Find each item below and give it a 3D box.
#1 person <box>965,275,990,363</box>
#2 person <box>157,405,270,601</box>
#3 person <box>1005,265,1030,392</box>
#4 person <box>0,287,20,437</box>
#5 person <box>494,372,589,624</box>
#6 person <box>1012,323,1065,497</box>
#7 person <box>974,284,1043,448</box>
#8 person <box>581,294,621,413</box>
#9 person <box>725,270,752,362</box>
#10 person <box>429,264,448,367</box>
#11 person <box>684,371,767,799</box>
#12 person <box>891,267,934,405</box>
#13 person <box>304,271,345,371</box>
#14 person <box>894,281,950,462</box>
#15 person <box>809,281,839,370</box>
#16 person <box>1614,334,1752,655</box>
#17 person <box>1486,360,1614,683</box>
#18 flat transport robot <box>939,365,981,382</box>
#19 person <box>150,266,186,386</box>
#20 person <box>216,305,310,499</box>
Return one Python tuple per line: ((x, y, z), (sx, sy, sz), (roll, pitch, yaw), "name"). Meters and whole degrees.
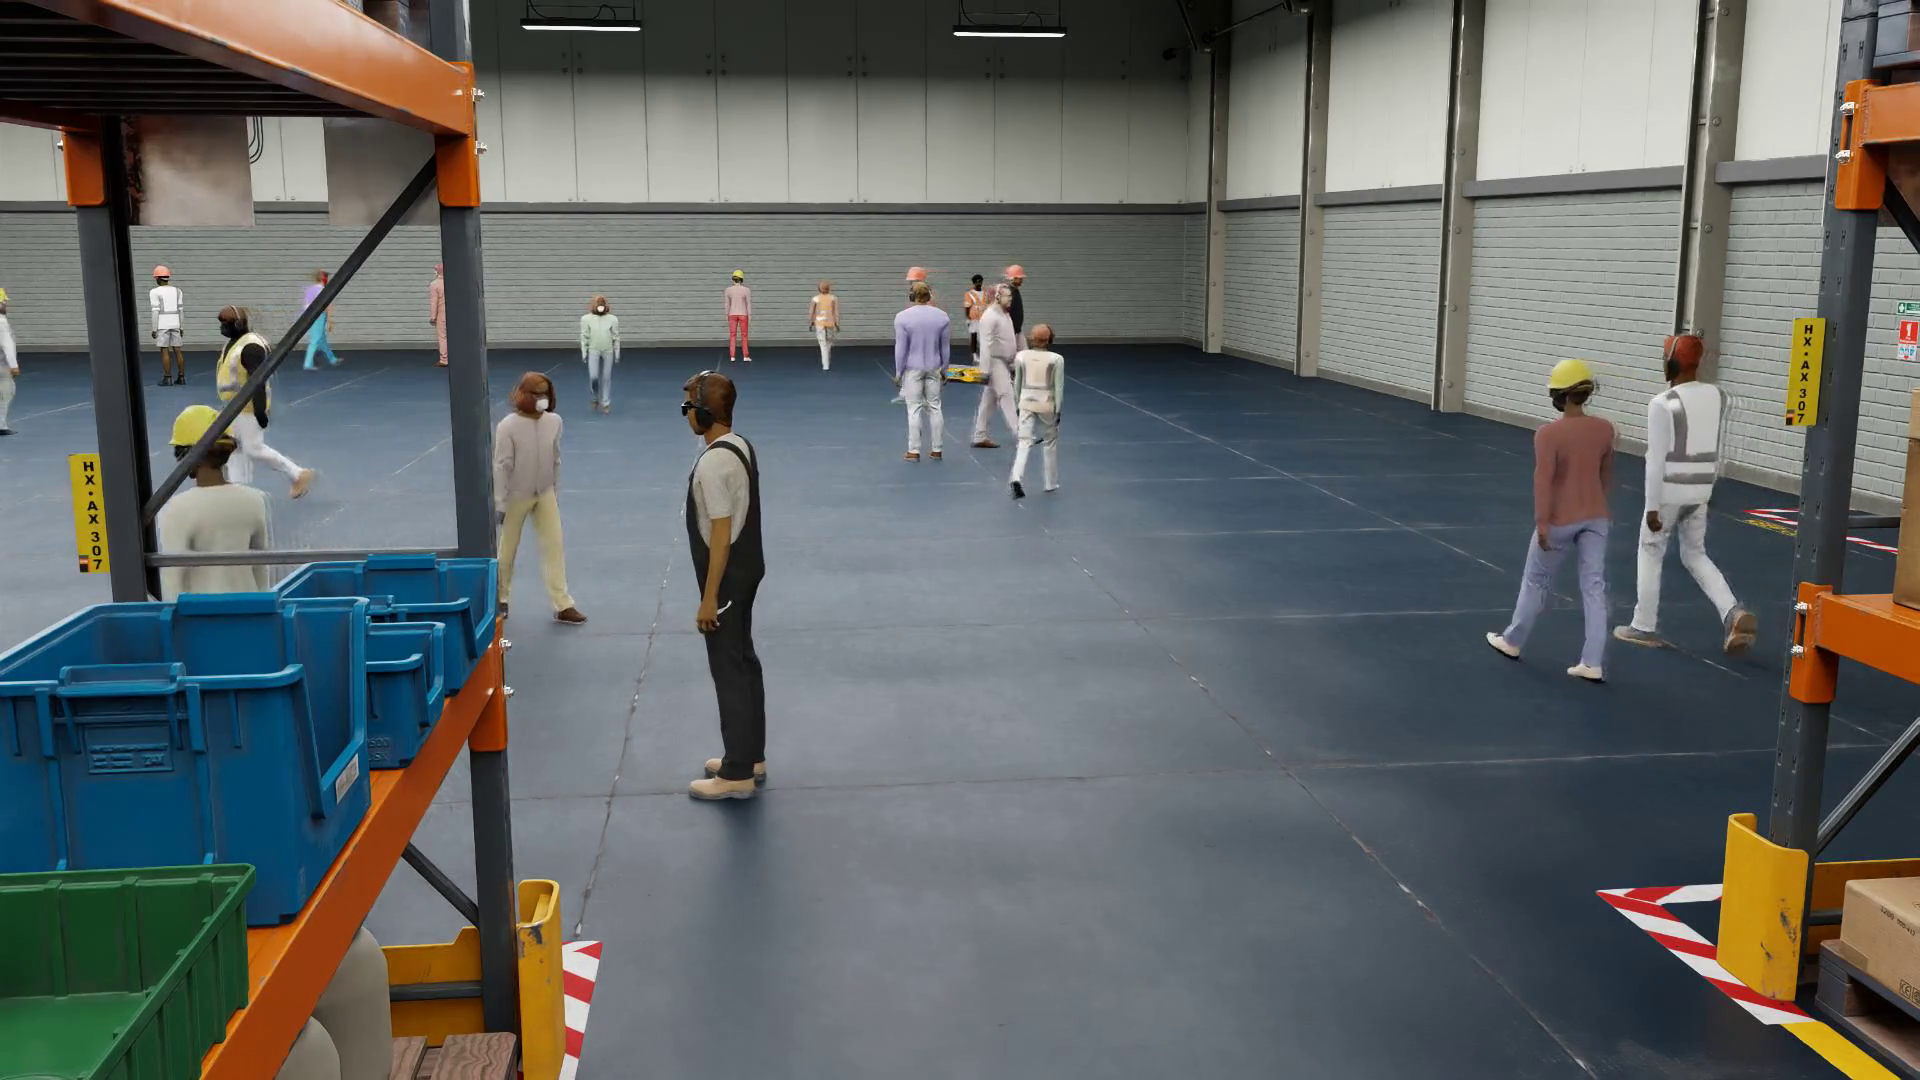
((0.372, -4.220, 31.779), (0.560, 1.678, 0.531), (-4, 11, -21), "person")
((-2.899, 0.341, 6.594), (0.486, 1.748, 0.535), (4, 11, 19), "person")
((0.859, -3.195, 25.363), (0.527, 1.971, 0.646), (4, 11, 19), "person")
((-11.551, -2.138, 20.002), (0.589, 1.818, 0.423), (9, 14, 40), "person")
((-2.696, -0.260, 10.378), (0.724, 1.578, 0.520), (9, 14, 41), "person")
((0.710, -1.216, 15.521), (0.515, 1.609, 0.778), (3, 11, 18), "person")
((0.559, -1.945, 18.795), (0.932, 1.863, 0.674), (3, 11, 16), "person")
((-4.892, -2.537, 22.703), (0.520, 1.620, 0.341), (-3, 11, -18), "person")
((-4.266, -4.317, 32.094), (0.533, 1.768, 0.310), (1, 10, 6), "person")
((-9.601, -4.175, 30.940), (0.400, 1.903, 0.644), (7, 13, 34), "person")
((-1.011, 0.195, 7.148), (0.325, 1.842, 0.513), (1, 10, 7), "person")
((-0.668, -2.884, 23.662), (0.819, 1.965, 0.642), (-8, 13, -36), "person")
((-11.605, -3.984, 30.259), (0.580, 1.770, 1.018), (6, 12, 32), "person")
((-0.408, -1.806, 17.858), (0.635, 1.936, 0.353), (-4, 11, -22), "person")
((-2.478, -3.888, 30.197), (0.538, 1.585, 0.851), (-3, 11, -17), "person")
((4.199, -0.252, 9.569), (0.584, 1.858, 0.780), (-4, 11, -20), "person")
((3.322, -0.124, 9.198), (0.538, 1.730, 0.847), (-3, 11, -15), "person")
((-0.082, -2.823, 28.004), (1.431, 0.197, 0.652), (10, 14, 43), "flat transport robot")
((-12.846, -3.459, 26.924), (0.364, 1.934, 0.552), (6, 12, 30), "person")
((-6.277, -1.184, 14.797), (0.733, 1.816, 0.627), (-9, 13, -39), "person")
